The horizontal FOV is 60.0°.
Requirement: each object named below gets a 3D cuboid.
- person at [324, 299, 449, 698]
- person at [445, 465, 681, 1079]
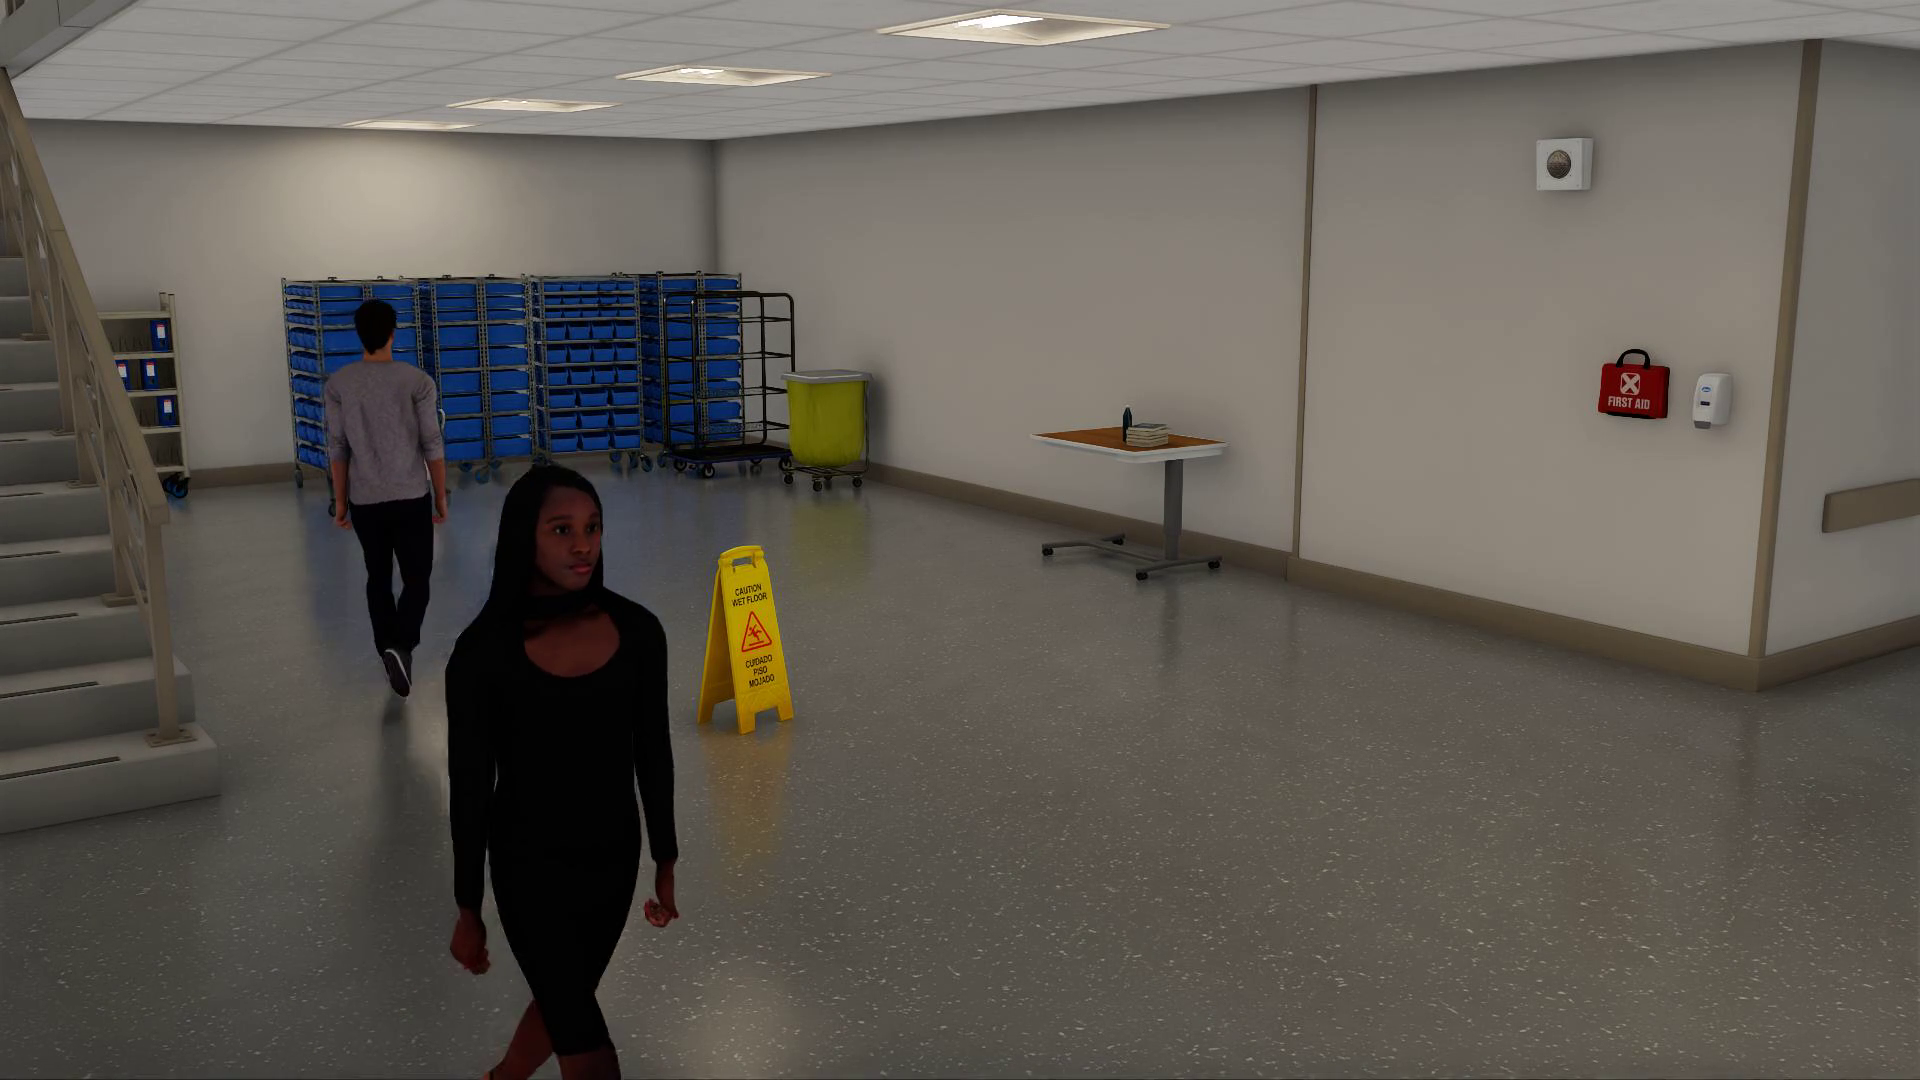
[{"bbox_3d":[-2.662,-0.172,7.691,1.000,1.821,1.190,-1,11,-6],"label":"person"},{"bbox_3d":[-0.851,0.705,3.453,0.709,1.680,1.213,-10,14,-42],"label":"person"}]
